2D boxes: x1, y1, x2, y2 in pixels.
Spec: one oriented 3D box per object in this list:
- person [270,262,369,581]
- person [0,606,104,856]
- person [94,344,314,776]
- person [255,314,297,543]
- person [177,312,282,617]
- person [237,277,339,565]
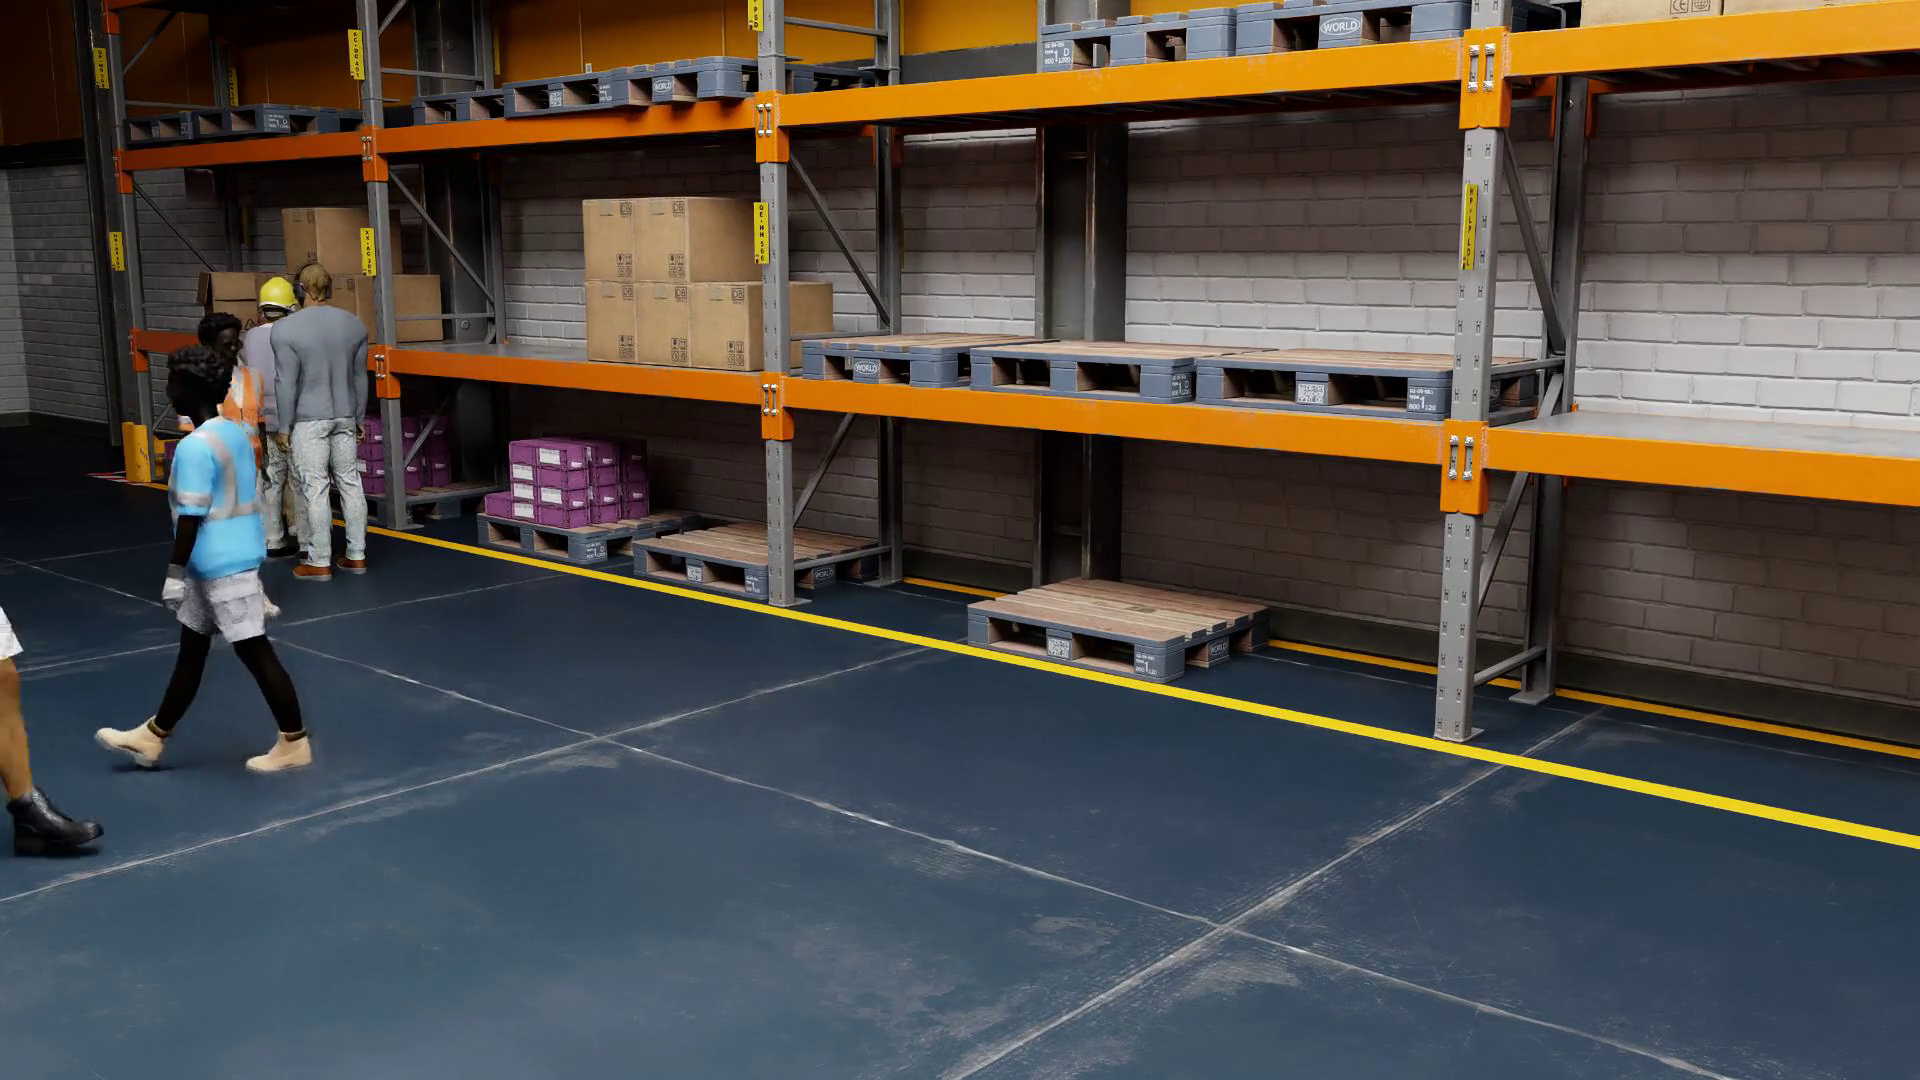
[{"bbox_3d":[-3.898,-0.719,10.166,0.372,1.940,0.631,7,12,34],"label":"person"},{"bbox_3d":[-3.243,0.137,5.393,0.868,1.887,0.571,1,10,7],"label":"person"},{"bbox_3d":[-2.904,0.097,6.301,0.843,1.647,0.552,-2,10,-10],"label":"person"},{"bbox_3d":[-4.718,-0.795,11.494,0.277,1.629,0.497,7,12,35],"label":"person"},{"bbox_3d":[-3.944,-0.379,8.957,0.320,1.687,0.533,5,11,27],"label":"person"},{"bbox_3d":[-4.306,-0.757,10.669,0.600,1.836,0.404,4,11,19],"label":"person"}]
